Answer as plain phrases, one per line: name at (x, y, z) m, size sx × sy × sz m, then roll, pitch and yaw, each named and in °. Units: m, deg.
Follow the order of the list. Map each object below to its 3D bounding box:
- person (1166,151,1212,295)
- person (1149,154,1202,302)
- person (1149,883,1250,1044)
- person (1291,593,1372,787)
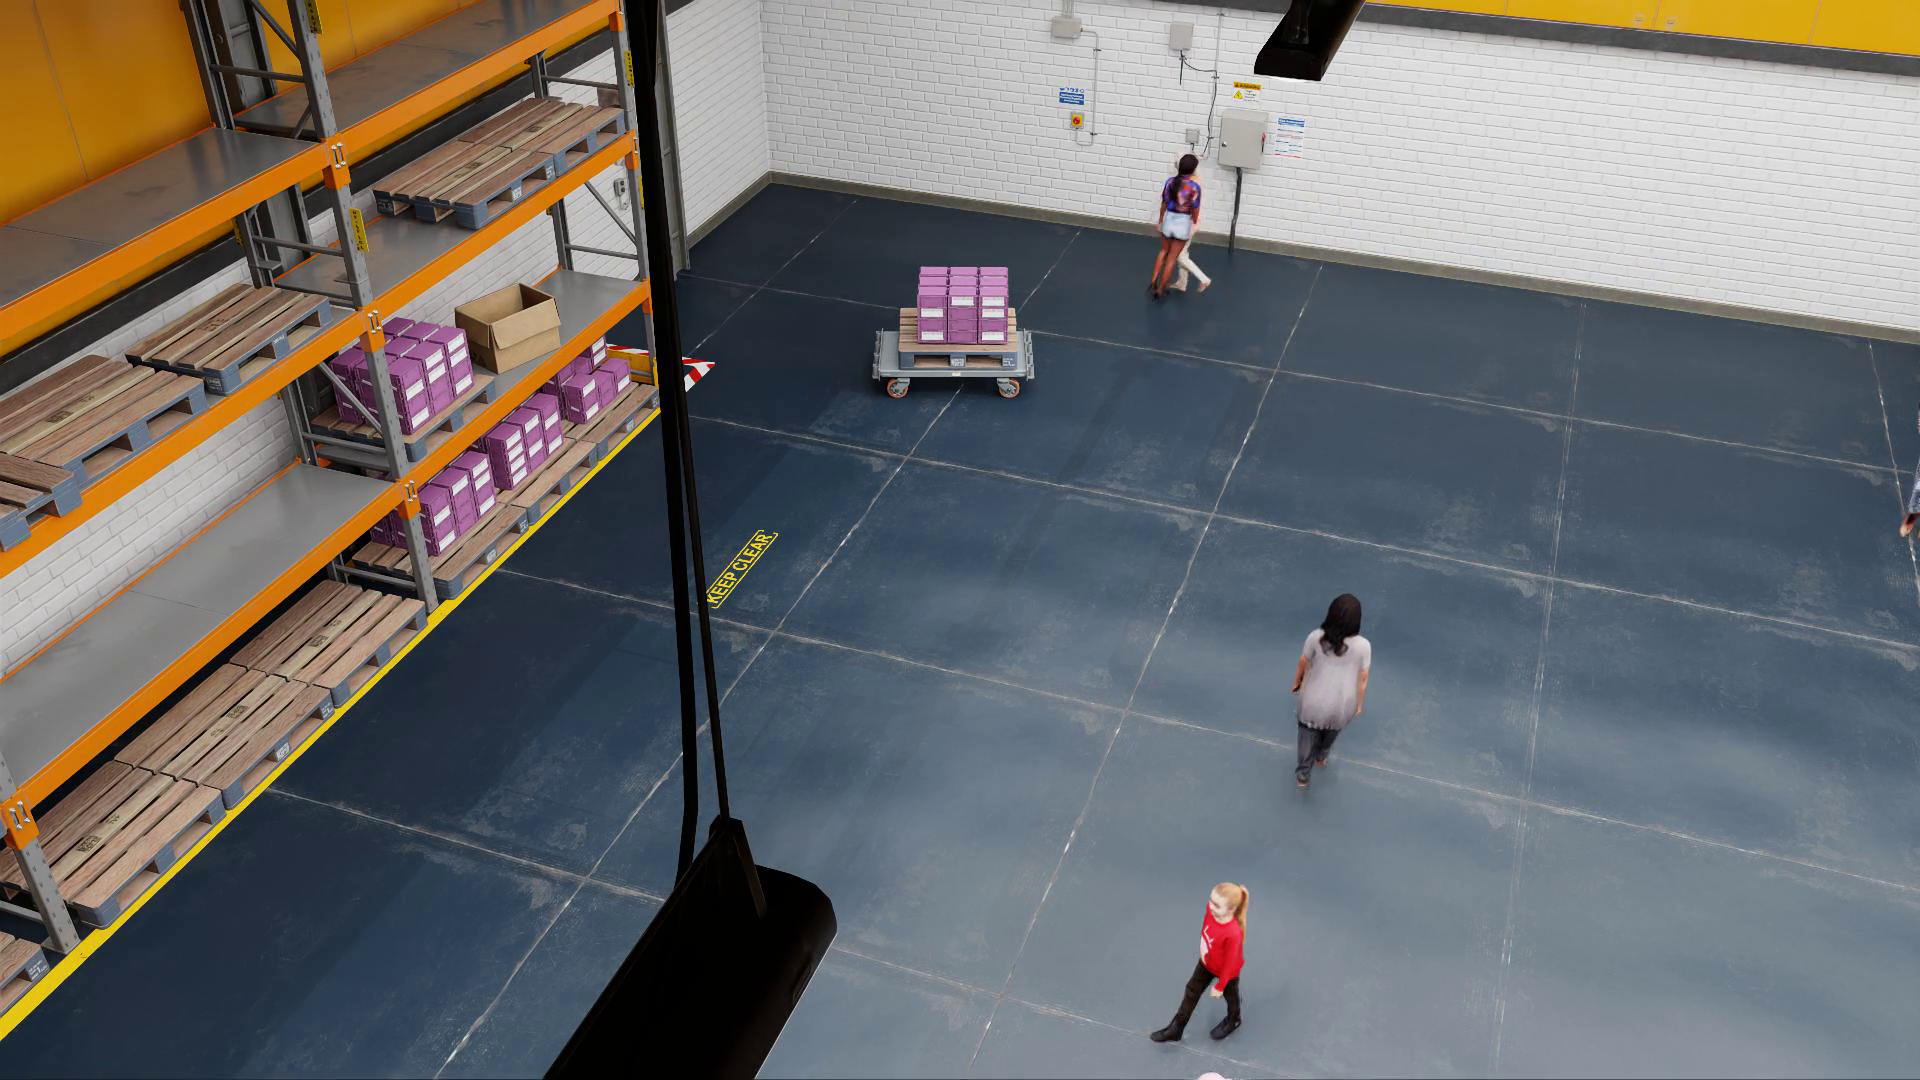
person at (2.598, -3.504, 18.590) m, size 0.794 × 1.710 × 0.833 m, roll 21°, pitch 39°, yaw 28°
person at (2.378, -3.407, 18.442) m, size 0.731 × 1.714 × 0.712 m, roll 16°, pitch 37°, yaw 22°
person at (1.603, 2.521, 9.934) m, size 0.894 × 1.259 × 0.813 m, roll -17°, pitch 37°, yaw -24°
person at (2.593, 1.119, 11.768) m, size 0.719 × 1.564 × 0.886 m, roll 8°, pitch 34°, yaw 11°
